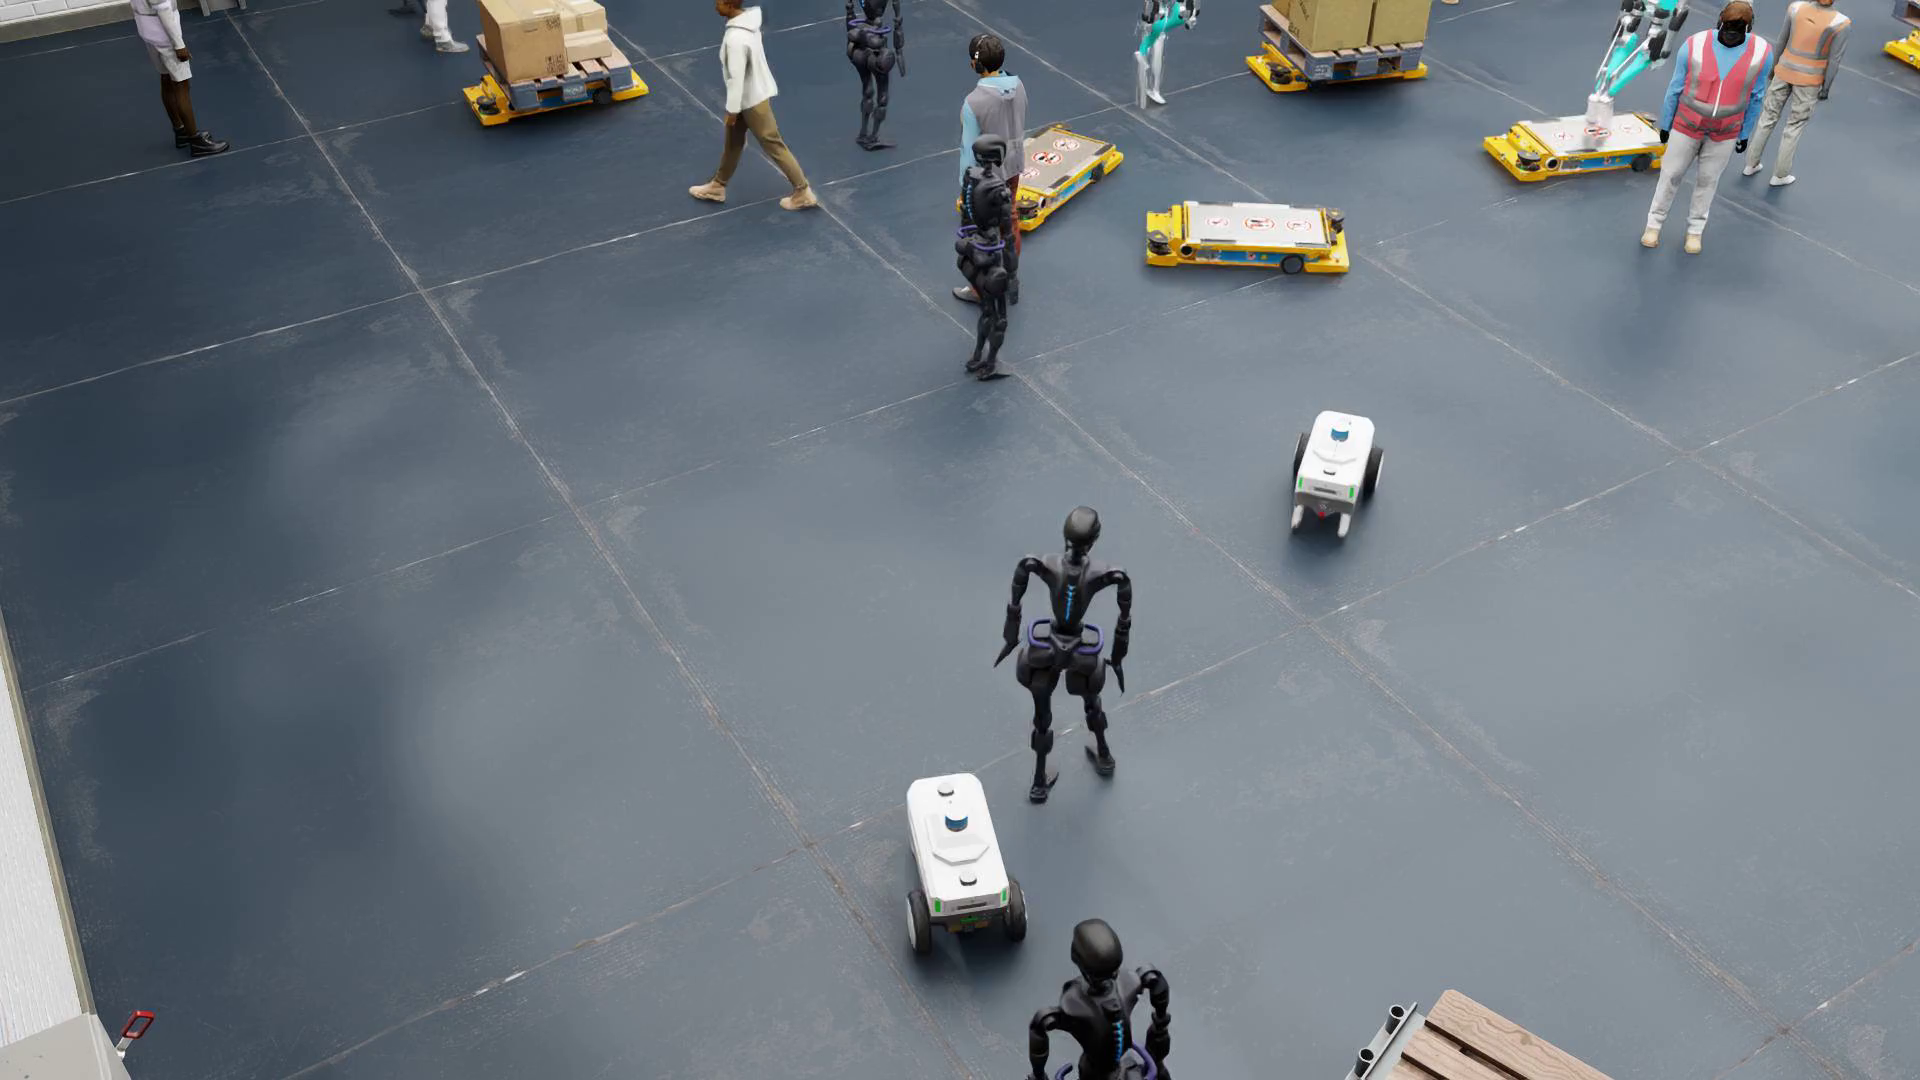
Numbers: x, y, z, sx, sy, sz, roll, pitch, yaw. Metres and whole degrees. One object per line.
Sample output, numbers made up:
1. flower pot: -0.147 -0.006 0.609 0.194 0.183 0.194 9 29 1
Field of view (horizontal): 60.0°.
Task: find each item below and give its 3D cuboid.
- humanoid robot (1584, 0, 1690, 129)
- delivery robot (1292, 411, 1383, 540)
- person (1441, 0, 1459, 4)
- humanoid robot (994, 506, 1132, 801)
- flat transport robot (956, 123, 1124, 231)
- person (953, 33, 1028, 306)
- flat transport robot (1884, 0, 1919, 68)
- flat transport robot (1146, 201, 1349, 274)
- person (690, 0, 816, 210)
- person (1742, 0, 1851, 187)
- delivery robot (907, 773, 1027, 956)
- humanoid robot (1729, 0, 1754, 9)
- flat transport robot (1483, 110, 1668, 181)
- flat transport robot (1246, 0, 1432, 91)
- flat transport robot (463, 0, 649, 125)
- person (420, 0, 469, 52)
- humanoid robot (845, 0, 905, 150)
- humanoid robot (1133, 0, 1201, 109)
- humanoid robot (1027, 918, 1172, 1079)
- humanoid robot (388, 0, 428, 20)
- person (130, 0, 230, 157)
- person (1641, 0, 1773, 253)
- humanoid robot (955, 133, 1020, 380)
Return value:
1. humanoid robot: 5.208 -3.816 12.949 0.819 1.793 0.547 -26 45 -29
2. delivery robot: 2.155 -0.419 9.580 0.499 0.581 0.774 13 40 15
3. person: 4.799 -6.019 15.585 0.571 1.887 0.356 -26 45 -29
4. humanoid robot: 0.461 0.486 7.556 0.608 1.655 0.449 5 39 6
5. flat transport robot: 0.636 -2.820 12.850 0.659 0.231 1.431 22 44 26
6. person: 0.217 -2.438 11.080 0.534 1.873 0.415 -32 48 -34
7. flat transport robot: 9.101 -4.418 14.867 1.431 0.231 0.659 -11 40 -14
8. flat transport robot: 2.075 -2.197 12.064 1.431 0.231 0.659 3 39 4
9. person: -1.549 -3.233 12.200 0.969 1.711 0.542 1 38 2
10. person: 6.354 -3.487 12.597 0.314 1.630 0.517 -26 45 -29
11. delivery robot: -0.011 1.413 7.289 0.499 0.608 0.799 -7 39 -9
12. humanoid robot: 7.095 -5.169 14.671 0.530 1.819 0.805 0 38 0
13. flat transport robot: 4.987 -3.140 13.254 1.431 0.231 0.659 -8 39 -10
14. flat transport robot: 3.304 -4.203 14.595 1.431 0.231 0.659 -9 39 -11
15. flat transport robot: -3.445 -3.860 14.162 1.431 0.231 0.659 -17 42 -21
16. person: -4.699 -5.200 14.579 0.436 1.865 0.646 -3 38 -4
17. humanoid robot: -0.697 -3.899 13.077 0.602 1.639 0.342 27 46 30
18. humanoid robot: 1.663 -4.367 13.660 0.536 1.814 0.791 -12 40 -15
19. humanoid robot: 0.527 1.958 5.700 0.611 1.628 0.641 -17 42 -21
20. humanoid robot: -5.164 -5.591 15.221 0.419 1.657 0.592 -15 41 -19
21. person: -6.178 -3.944 12.924 0.355 1.941 0.542 -32 48 -33
22. person: 5.241 -2.895 11.692 0.630 1.837 0.431 12 40 14
23. humanoid robot: 0.171 -1.759 10.379 0.325 1.652 0.595 -22 43 -25
